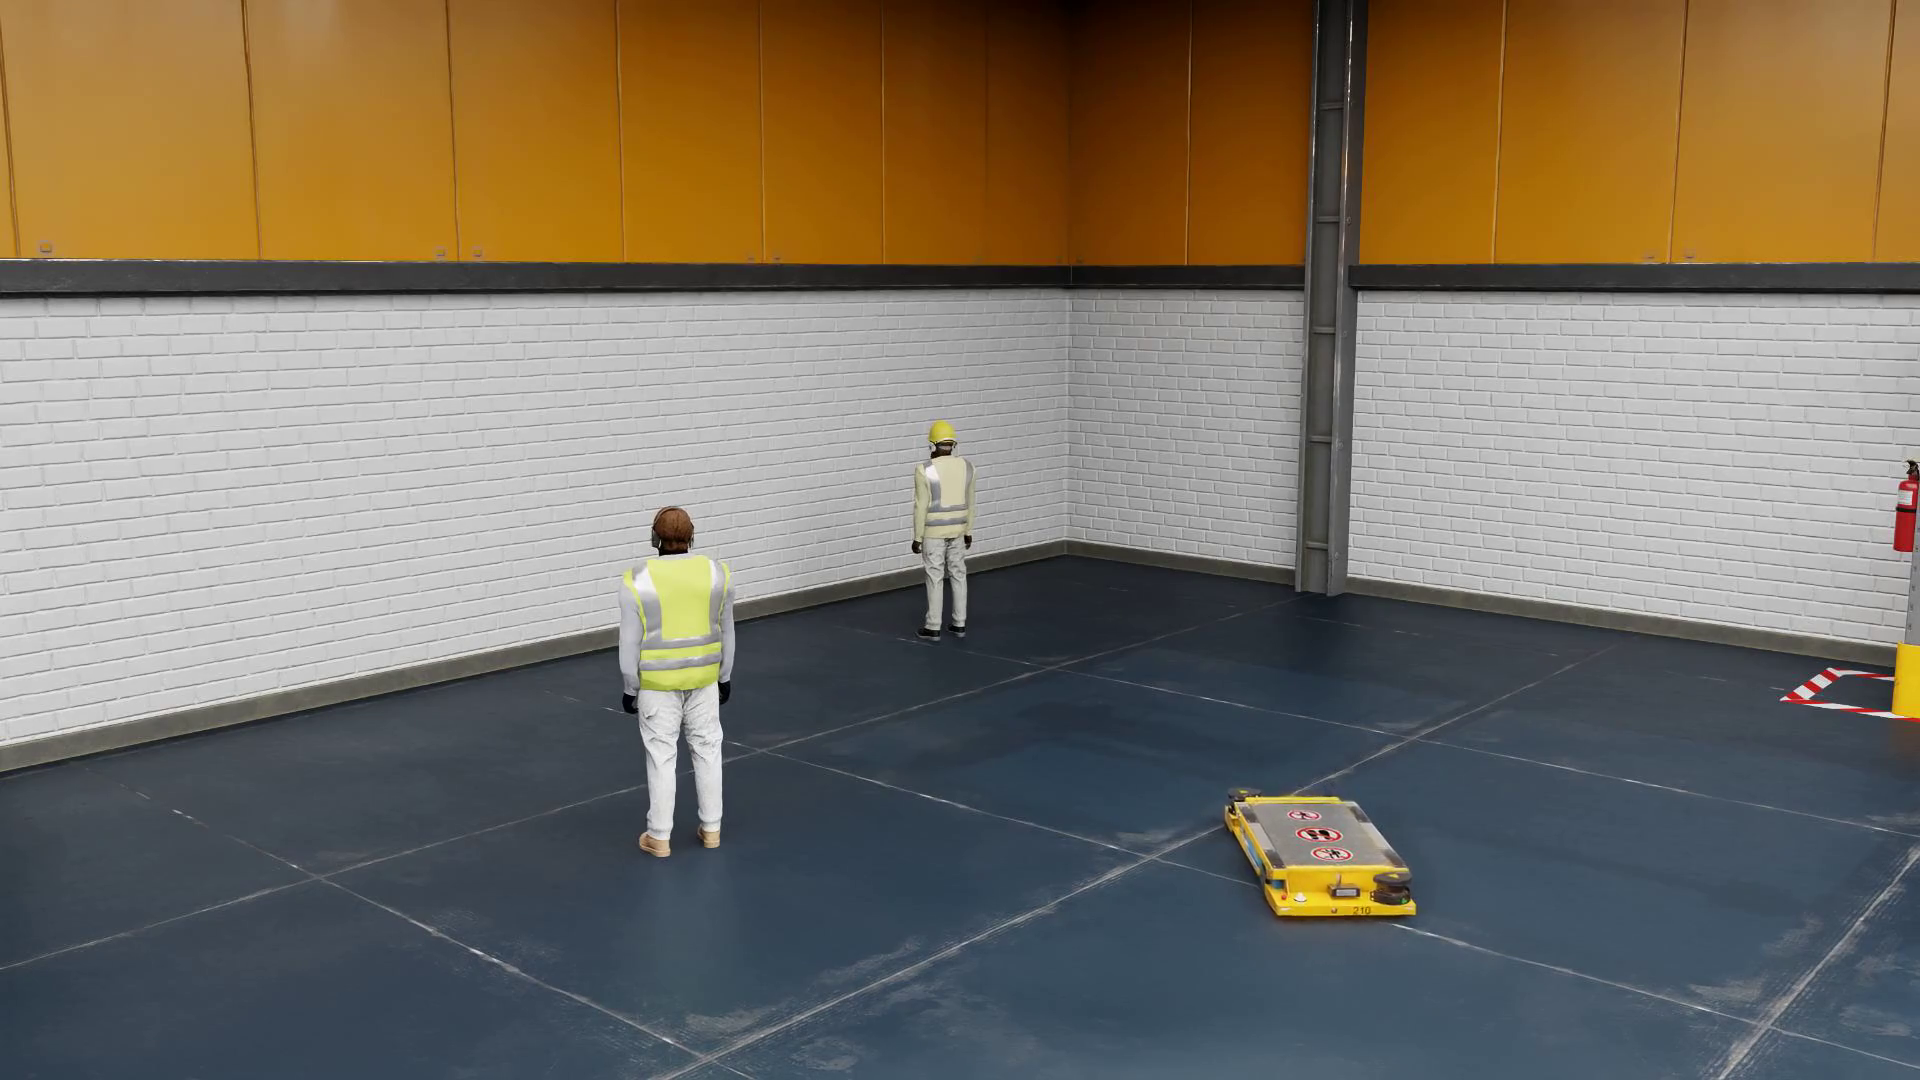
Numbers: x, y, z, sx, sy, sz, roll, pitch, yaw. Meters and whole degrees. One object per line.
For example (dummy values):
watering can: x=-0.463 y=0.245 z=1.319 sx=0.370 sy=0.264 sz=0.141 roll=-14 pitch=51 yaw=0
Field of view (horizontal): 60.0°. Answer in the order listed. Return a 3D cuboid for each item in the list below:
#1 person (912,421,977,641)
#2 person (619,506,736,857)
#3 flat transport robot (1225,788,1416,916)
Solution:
person: x=-0.148 y=-0.079 z=13.864 sx=0.600 sy=1.832 sz=0.404 roll=-6 pitch=11 yaw=-33
person: x=-1.486 y=0.736 z=8.721 sx=0.626 sy=1.844 sz=0.429 roll=-5 pitch=10 yaw=-27
flat transport robot: x=1.795 y=1.561 z=8.455 sx=0.652 sy=0.197 sz=1.431 roll=0 pitch=9 yaw=-1
